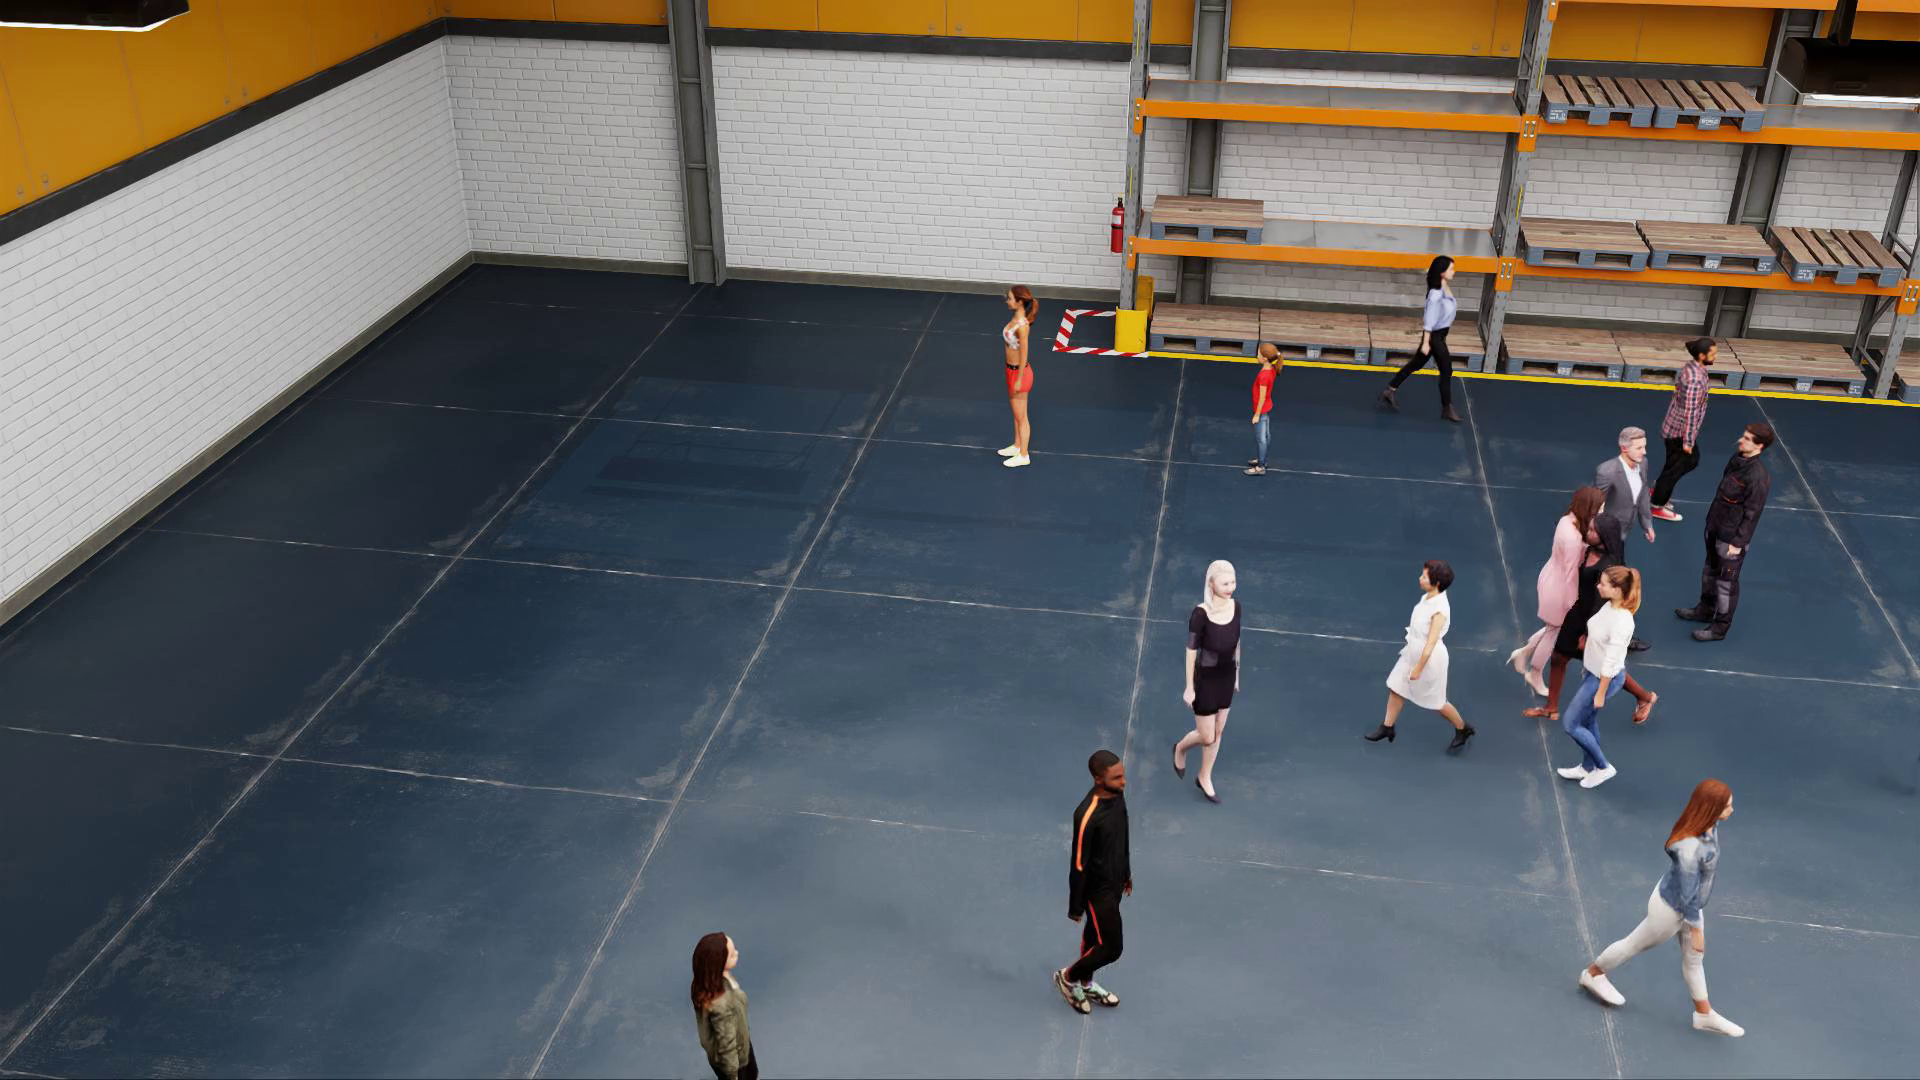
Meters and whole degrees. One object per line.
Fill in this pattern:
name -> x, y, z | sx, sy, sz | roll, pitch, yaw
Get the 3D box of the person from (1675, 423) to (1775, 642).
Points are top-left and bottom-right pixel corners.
person -> 6.052, -0.079, 13.043 | 0.621, 1.837, 0.747 | 1, 29, 1

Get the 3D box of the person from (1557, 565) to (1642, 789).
person -> 4.433, 0.958, 11.271 | 0.670, 1.714, 0.653 | 8, 30, 14

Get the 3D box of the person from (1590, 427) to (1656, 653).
person -> 5.067, -0.094, 13.125 | 1.173, 1.784, 1.303 | -22, 36, -35

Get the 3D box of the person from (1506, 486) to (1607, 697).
person -> 4.319, 0.384, 12.249 | 0.712, 1.785, 0.686 | 7, 29, 12

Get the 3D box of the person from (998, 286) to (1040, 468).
person -> 0.560, -1.567, 15.818 | 0.651, 1.791, 0.644 | -3, 29, -6

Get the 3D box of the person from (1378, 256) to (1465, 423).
person -> 4.673, -2.023, 16.747 | 1.174, 1.702, 0.821 | 11, 31, 20

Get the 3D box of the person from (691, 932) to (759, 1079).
person -> -1.257, 2.614, 8.502 | 1.014, 1.458, 0.819 | -7, 29, -12

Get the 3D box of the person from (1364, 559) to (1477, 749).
person -> 3.345, 0.850, 11.665 | 1.016, 1.525, 0.648 | 0, 29, 0

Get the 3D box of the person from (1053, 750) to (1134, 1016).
person -> 0.712, 1.913, 9.431 | 0.740, 1.798, 0.706 | 14, 32, 24

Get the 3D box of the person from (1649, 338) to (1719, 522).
person -> 6.363, -1.002, 14.822 | 0.703, 1.754, 0.775 | 11, 31, 20

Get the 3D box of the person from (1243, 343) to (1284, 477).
person -> 2.870, -1.243, 15.728 | 0.535, 1.310, 0.531 | 11, 30, 19

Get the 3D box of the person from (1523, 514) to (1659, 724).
person -> 4.611, 0.619, 11.918 | 1.177, 1.689, 0.774 | -2, 29, -3

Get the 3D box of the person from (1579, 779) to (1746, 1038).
person -> 3.924, 2.037, 9.356 | 1.219, 1.653, 0.972 | 20, 34, 32

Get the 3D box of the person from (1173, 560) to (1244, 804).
person -> 1.639, 0.927, 11.214 | 0.784, 1.823, 0.844 | -17, 33, -28
